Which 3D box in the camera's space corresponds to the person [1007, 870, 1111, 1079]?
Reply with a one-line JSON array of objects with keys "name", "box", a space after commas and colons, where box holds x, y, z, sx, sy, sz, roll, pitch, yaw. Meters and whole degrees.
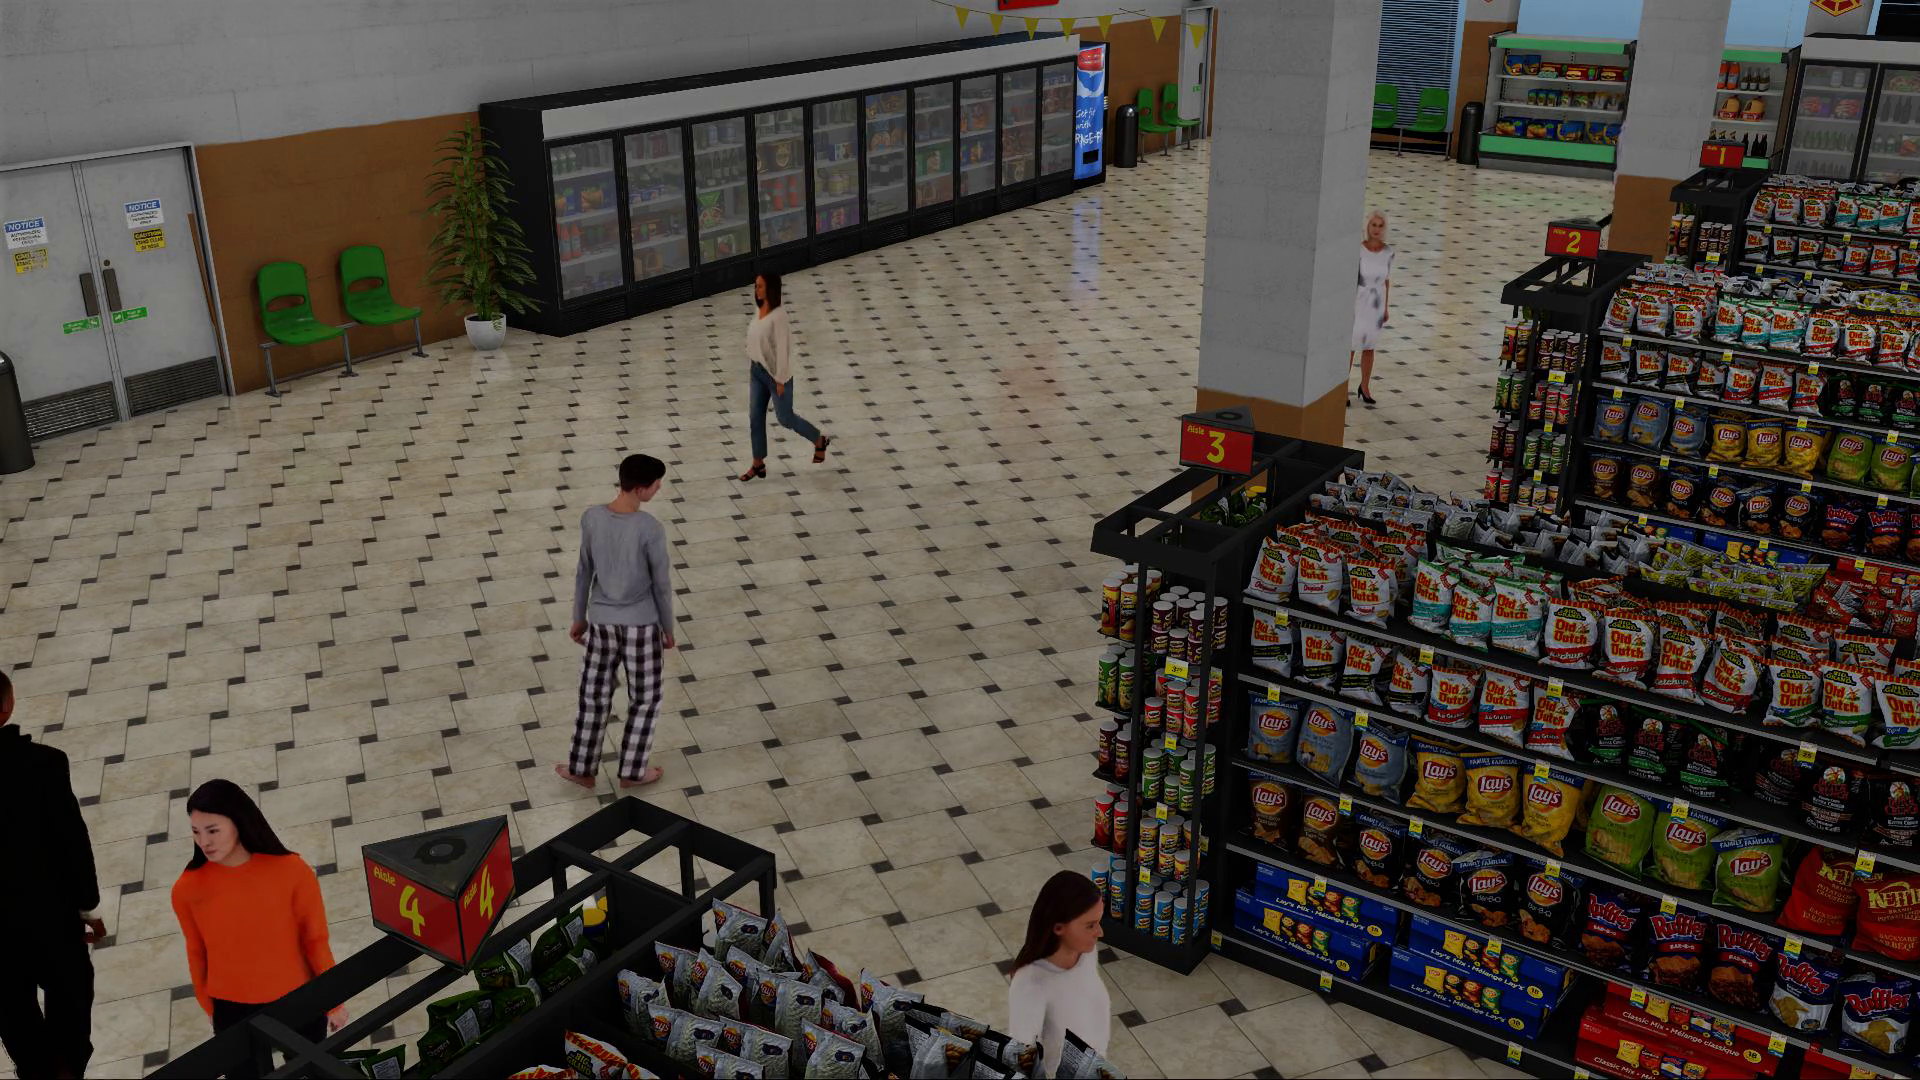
[{"name": "person", "box": [0.223, 1.781, 5.337, 0.666, 1.675, 0.629, 13, 26, 30]}]

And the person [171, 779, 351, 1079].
[{"name": "person", "box": [-2.403, 1.562, 5.802, 0.810, 1.735, 0.861, -7, 23, -18]}]

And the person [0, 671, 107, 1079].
[{"name": "person", "box": [-3.437, 1.380, 6.054, 1.031, 1.886, 1.135, -9, 24, -21]}]

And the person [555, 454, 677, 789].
[{"name": "person", "box": [-1.760, 0.451, 8.475, 0.758, 1.804, 0.975, 0, 22, -1]}]

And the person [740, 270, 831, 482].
[{"name": "person", "box": [-1.385, -1.281, 12.981, 0.925, 1.657, 1.042, -14, 26, -31]}]

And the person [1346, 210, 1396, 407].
[{"name": "person", "box": [3.619, -2.074, 14.831, 0.645, 1.749, 0.690, -6, 23, -14]}]
